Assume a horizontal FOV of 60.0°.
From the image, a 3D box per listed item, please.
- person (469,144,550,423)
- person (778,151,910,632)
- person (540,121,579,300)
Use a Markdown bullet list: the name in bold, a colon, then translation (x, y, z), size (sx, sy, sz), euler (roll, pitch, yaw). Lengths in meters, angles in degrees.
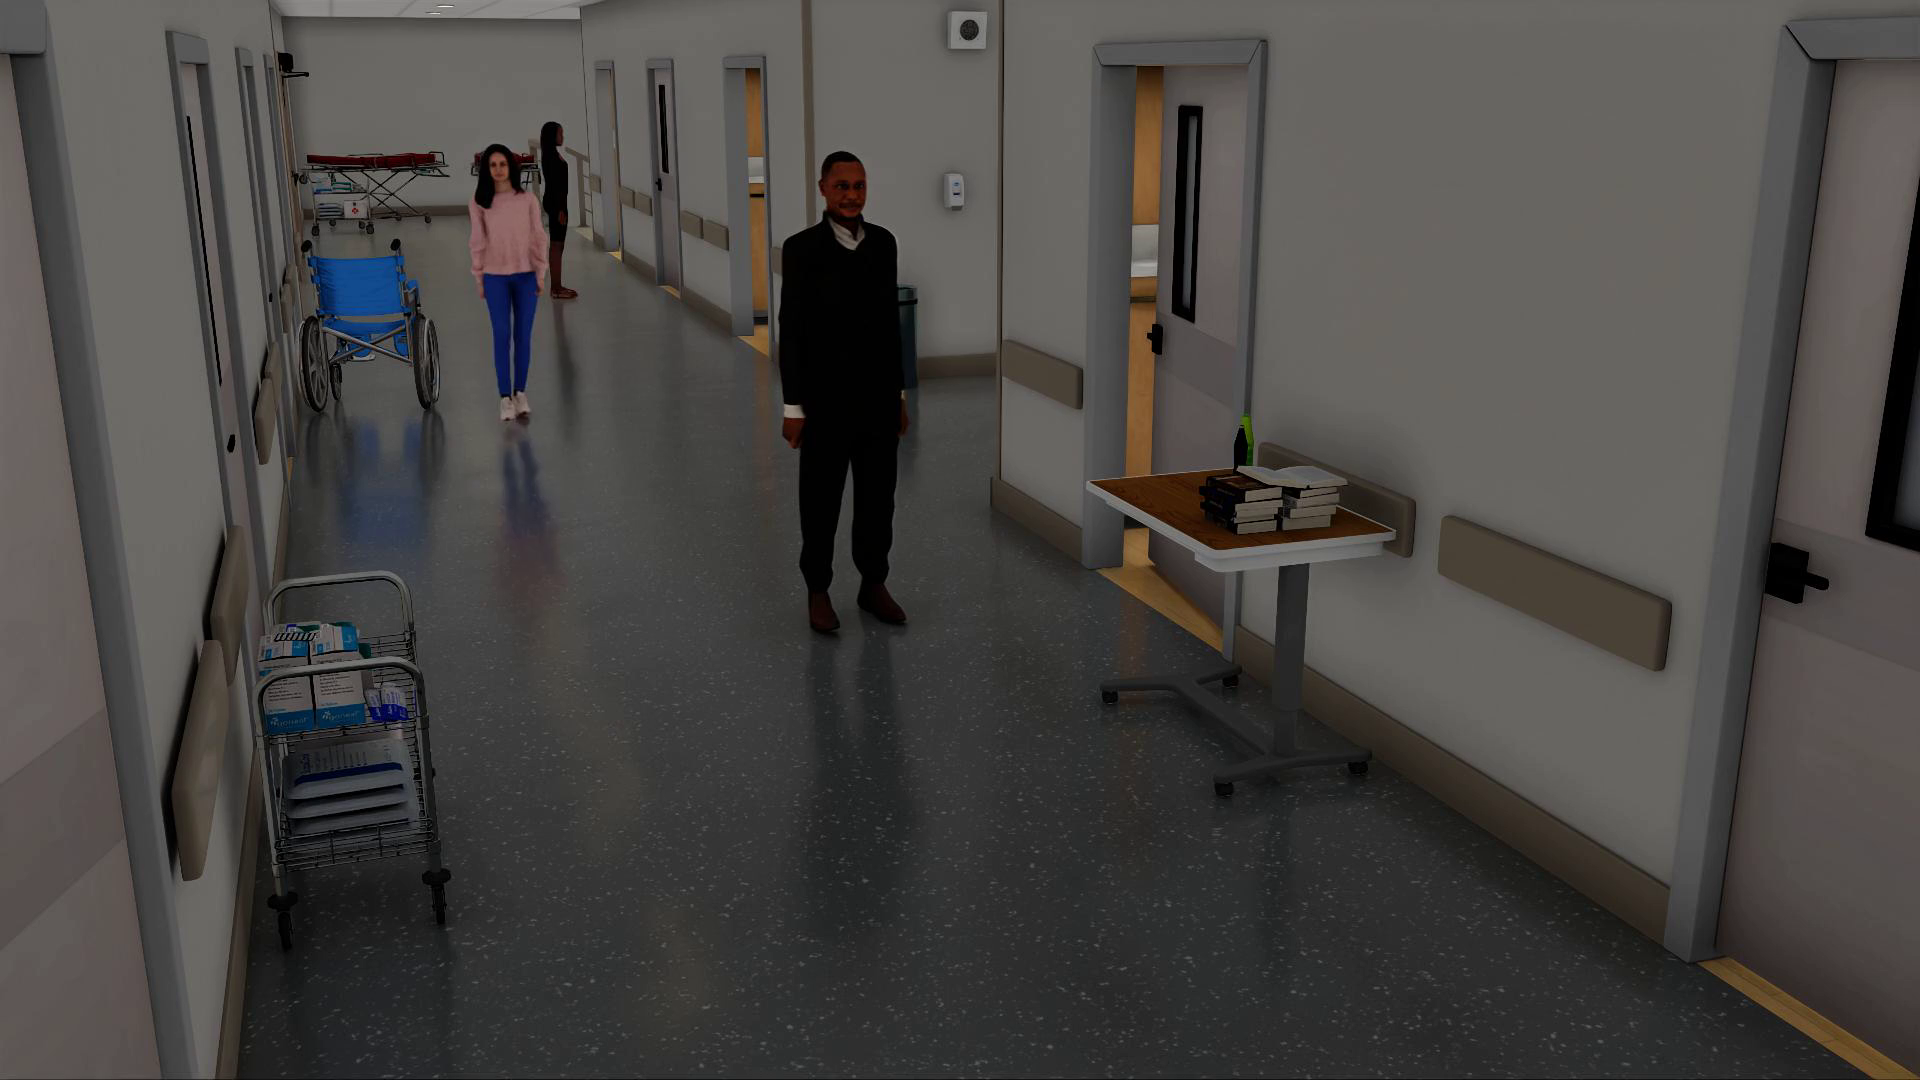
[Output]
- **person**: translation (-2.905, -1.662, 10.770), size (0.640, 1.743, 0.818), euler (-5, 17, -18)
- **person**: translation (-0.450, -0.587, 6.667), size (0.705, 1.902, 0.632), euler (-9, 18, -28)
- **person**: translation (-4.025, -3.295, 16.602), size (0.692, 1.722, 0.476), euler (-4, 16, -13)
